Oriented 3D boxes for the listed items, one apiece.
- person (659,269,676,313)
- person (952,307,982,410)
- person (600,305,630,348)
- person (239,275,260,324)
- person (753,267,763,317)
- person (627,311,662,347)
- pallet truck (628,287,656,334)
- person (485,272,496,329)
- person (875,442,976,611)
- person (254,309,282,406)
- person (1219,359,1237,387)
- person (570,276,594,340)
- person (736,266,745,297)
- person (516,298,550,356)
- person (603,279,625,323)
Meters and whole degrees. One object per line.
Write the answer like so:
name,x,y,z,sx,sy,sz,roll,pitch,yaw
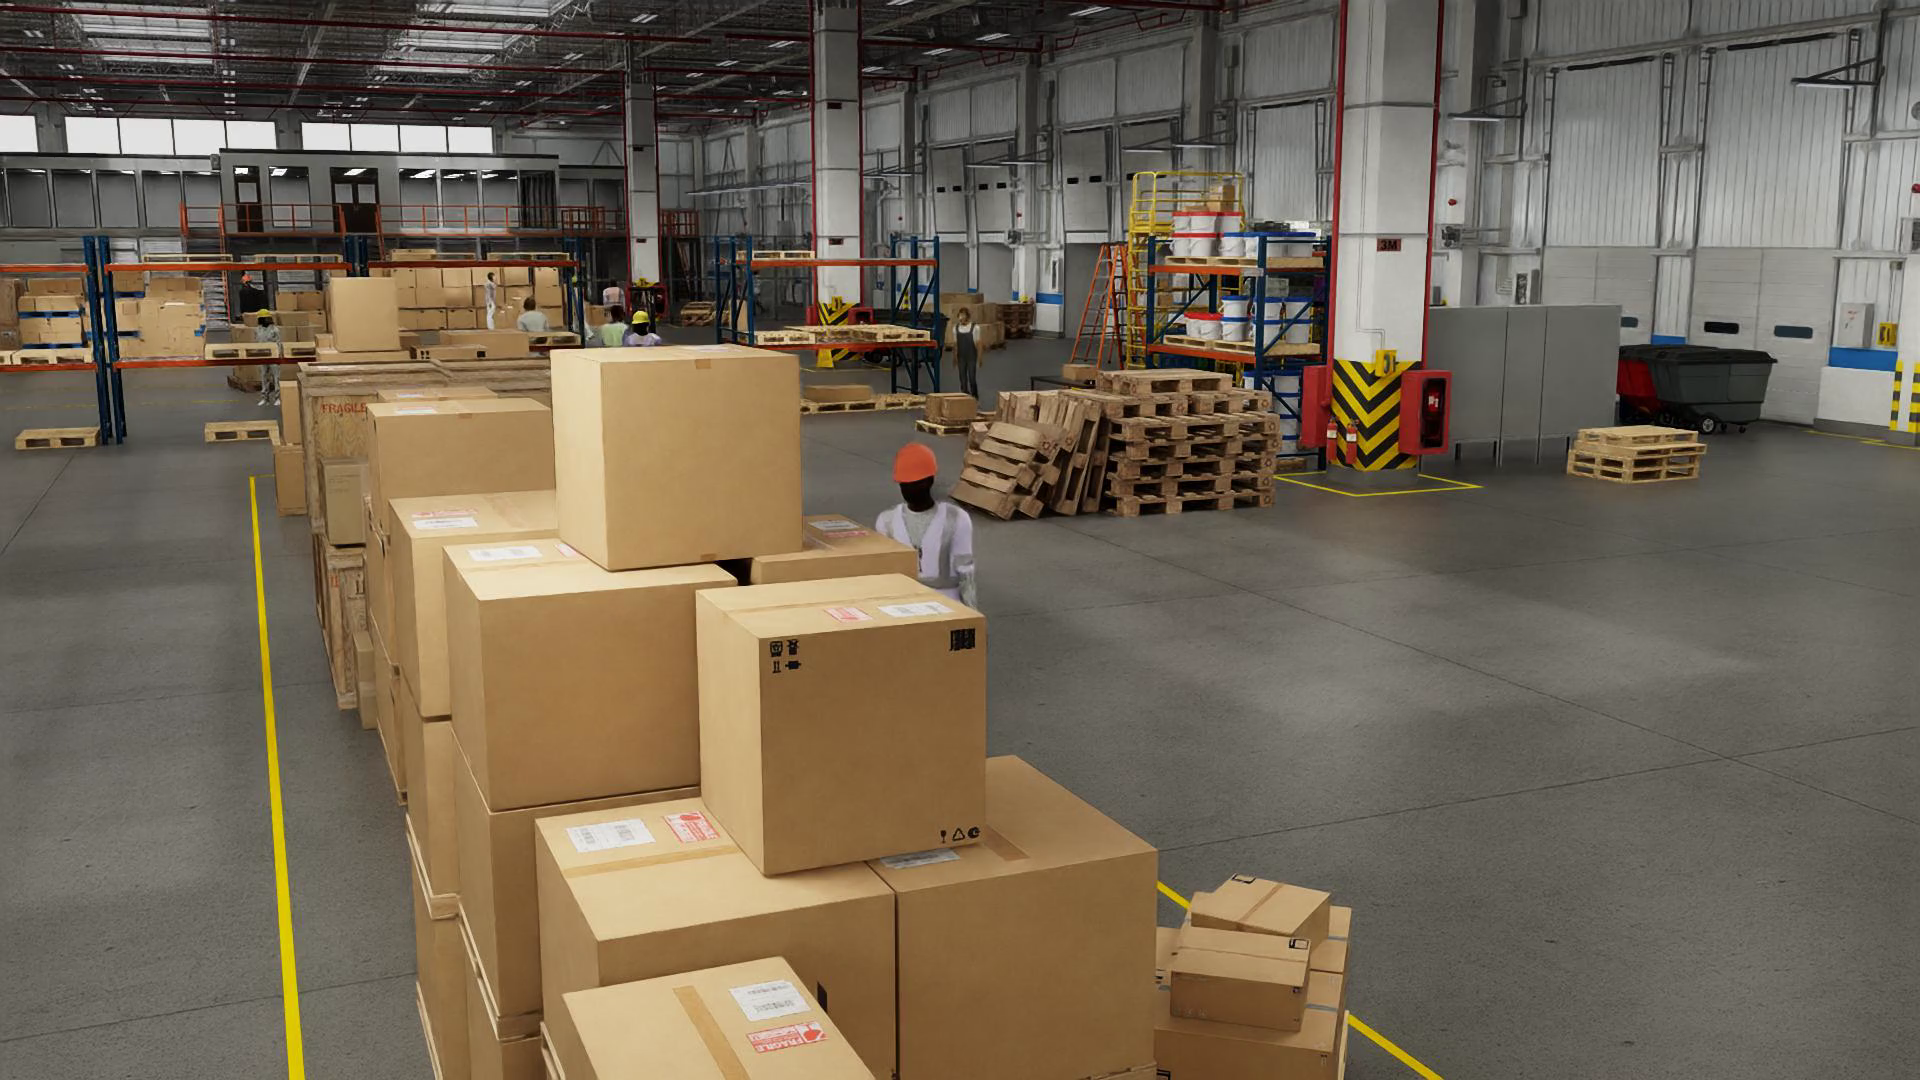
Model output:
person,-11.667,-9.738,65.397,0.611,1.778,0.959,8,13,38
person,0.114,-3.108,28.727,0.534,1.824,0.415,3,11,19
person,-5.655,-2.969,27.757,0.616,1.892,0.709,5,12,27
person,-19.555,-6.285,45.765,0.381,1.994,0.622,5,11,25
person,-7.896,-9.542,63.937,0.405,1.916,0.565,6,12,30
person,-4.711,-2.439,24.758,0.595,1.925,0.371,3,11,18
pallet truck,-6.464,-4.406,35.401,0.823,1.965,1.885,6,12,32
person,-14.876,-7.531,52.786,0.371,1.941,0.627,-1,10,-5
person,-0.208,0.435,8.916,0.592,1.927,0.425,4,11,19
person,-12.448,-3.281,29.903,0.494,1.743,0.309,1,10,6
person,5.163,-3.841,32.586,0.982,1.884,0.549,-1,10,-6
person,-11.332,-6.870,49.307,0.974,1.884,0.603,3,11,16
person,-9.956,-11.548,74.802,0.611,1.985,0.393,-1,10,-5
person,-8.059,-3.599,31.271,1.035,1.880,0.660,9,14,41
person,-9.944,-6.589,47.862,0.627,1.846,0.429,-2,10,-10
